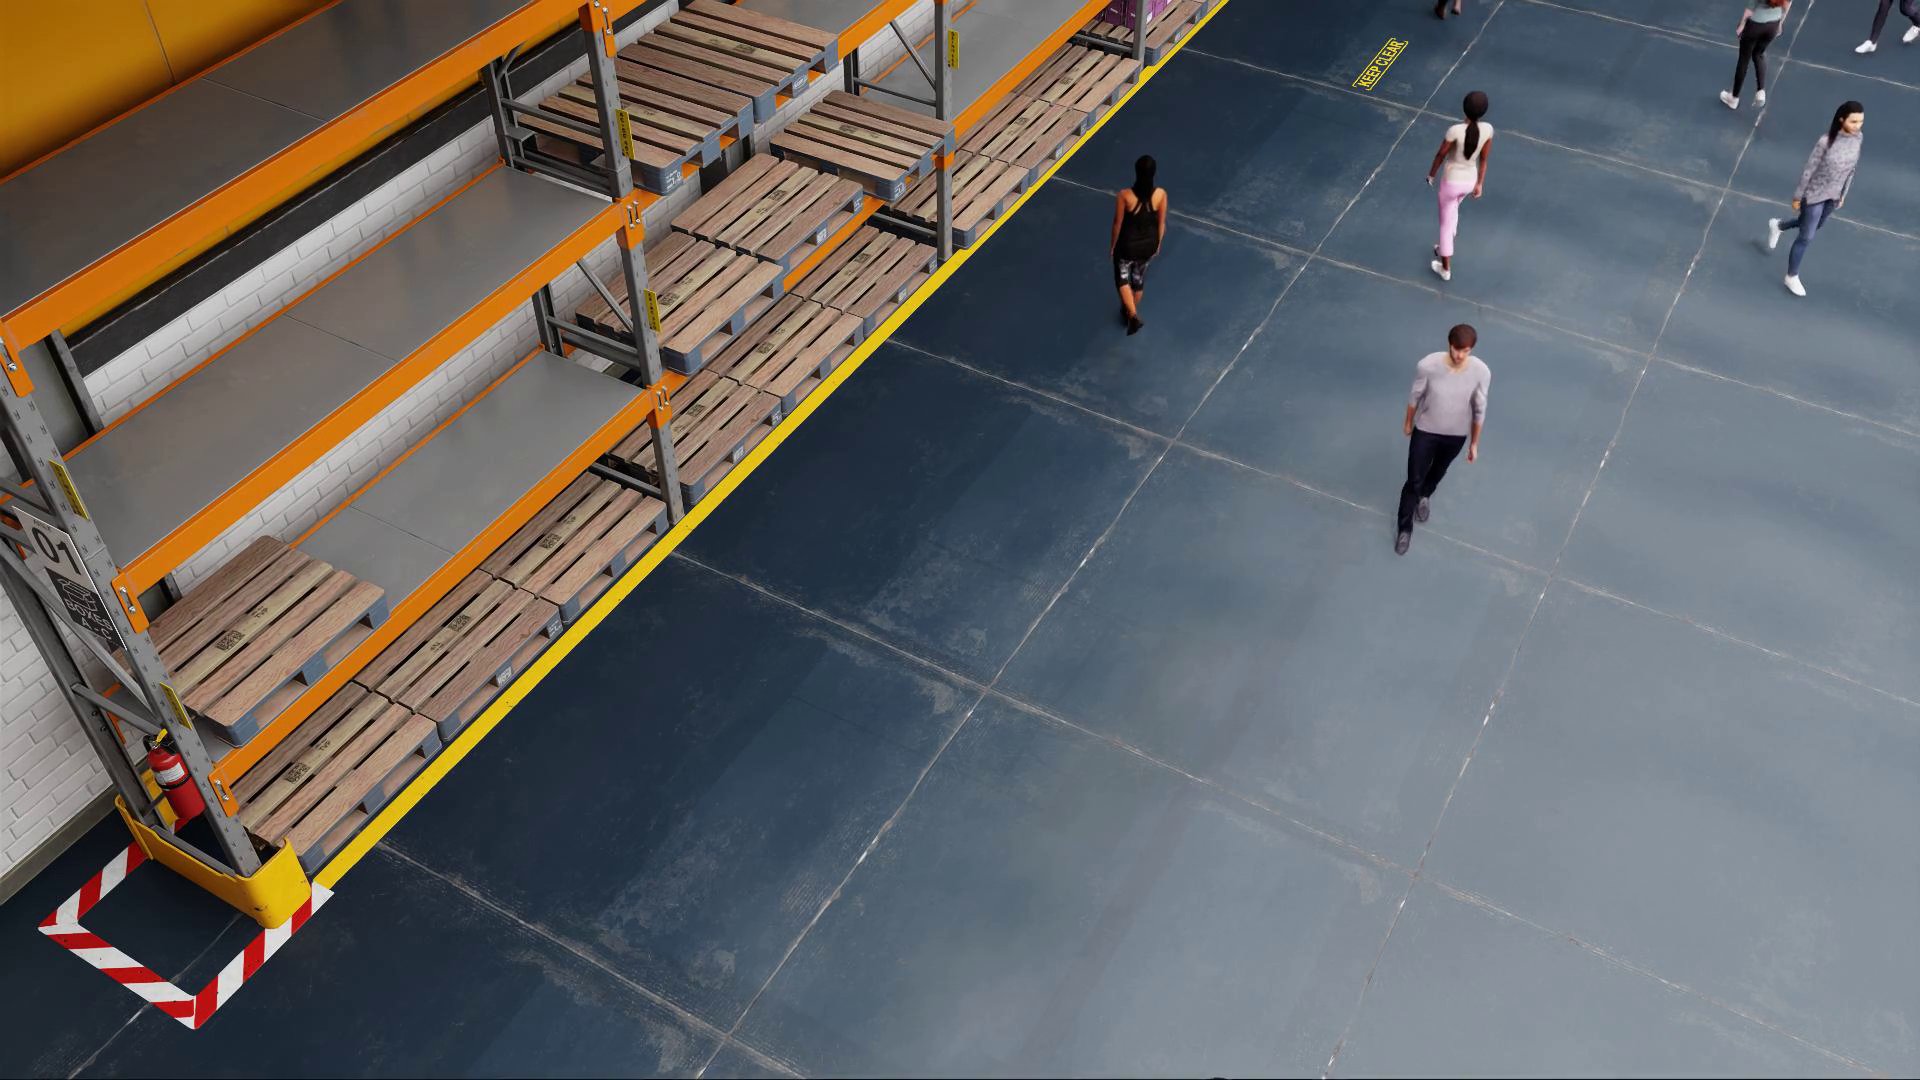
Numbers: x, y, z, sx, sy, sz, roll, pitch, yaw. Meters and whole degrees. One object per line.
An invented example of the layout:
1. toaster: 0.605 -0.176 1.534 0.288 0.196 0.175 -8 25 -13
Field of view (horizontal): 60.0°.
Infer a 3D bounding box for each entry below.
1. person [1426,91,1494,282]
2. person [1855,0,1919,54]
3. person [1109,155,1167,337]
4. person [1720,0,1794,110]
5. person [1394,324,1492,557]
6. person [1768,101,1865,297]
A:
1. person: 4.270 -2.973 14.177 0.763 1.726 0.824 -10 45 -10
2. person: 9.924 -5.916 17.222 1.147 1.788 1.015 -17 46 -17
3. person: 1.456 -2.381 13.608 0.869 1.654 0.944 -7 44 -8
4. person: 7.889 -4.977 16.278 0.840 1.730 0.919 -7 44 -8
5. person: 3.431 -0.839 11.875 0.887 1.813 1.084 5 44 6
6. person: 7.305 -3.004 14.219 1.025 1.714 1.082 -10 45 -11
